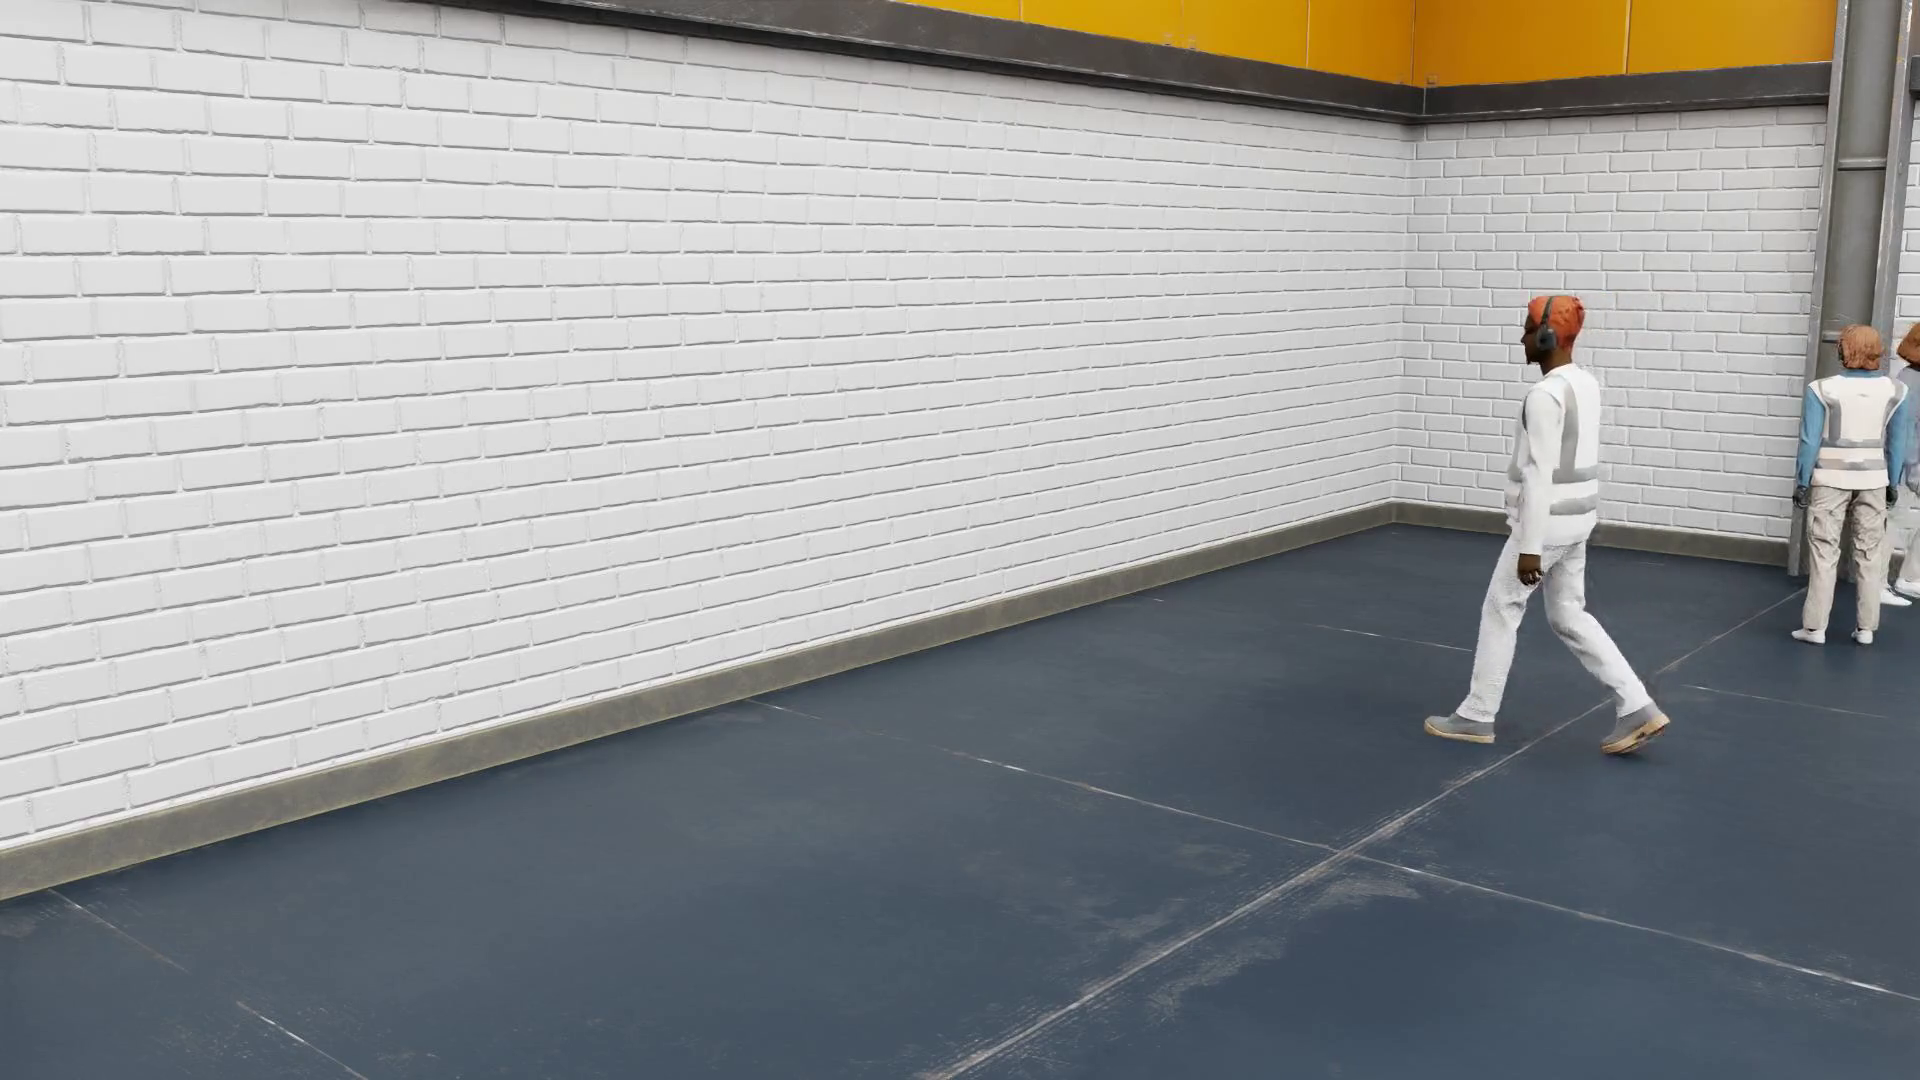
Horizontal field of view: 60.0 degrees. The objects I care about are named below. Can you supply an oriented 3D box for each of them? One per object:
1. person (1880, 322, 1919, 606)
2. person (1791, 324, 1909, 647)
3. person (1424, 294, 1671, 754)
[{"bbox_3d":[5.408,-0.415,9.353,0.505,1.615,0.522,10,14,43],"label":"person"},{"bbox_3d":[4.503,-0.259,8.441,0.525,1.646,0.333,1,10,5],"label":"person"},{"bbox_3d":[2.381,-0.051,6.619,0.905,1.854,0.590,8,13,39],"label":"person"}]
